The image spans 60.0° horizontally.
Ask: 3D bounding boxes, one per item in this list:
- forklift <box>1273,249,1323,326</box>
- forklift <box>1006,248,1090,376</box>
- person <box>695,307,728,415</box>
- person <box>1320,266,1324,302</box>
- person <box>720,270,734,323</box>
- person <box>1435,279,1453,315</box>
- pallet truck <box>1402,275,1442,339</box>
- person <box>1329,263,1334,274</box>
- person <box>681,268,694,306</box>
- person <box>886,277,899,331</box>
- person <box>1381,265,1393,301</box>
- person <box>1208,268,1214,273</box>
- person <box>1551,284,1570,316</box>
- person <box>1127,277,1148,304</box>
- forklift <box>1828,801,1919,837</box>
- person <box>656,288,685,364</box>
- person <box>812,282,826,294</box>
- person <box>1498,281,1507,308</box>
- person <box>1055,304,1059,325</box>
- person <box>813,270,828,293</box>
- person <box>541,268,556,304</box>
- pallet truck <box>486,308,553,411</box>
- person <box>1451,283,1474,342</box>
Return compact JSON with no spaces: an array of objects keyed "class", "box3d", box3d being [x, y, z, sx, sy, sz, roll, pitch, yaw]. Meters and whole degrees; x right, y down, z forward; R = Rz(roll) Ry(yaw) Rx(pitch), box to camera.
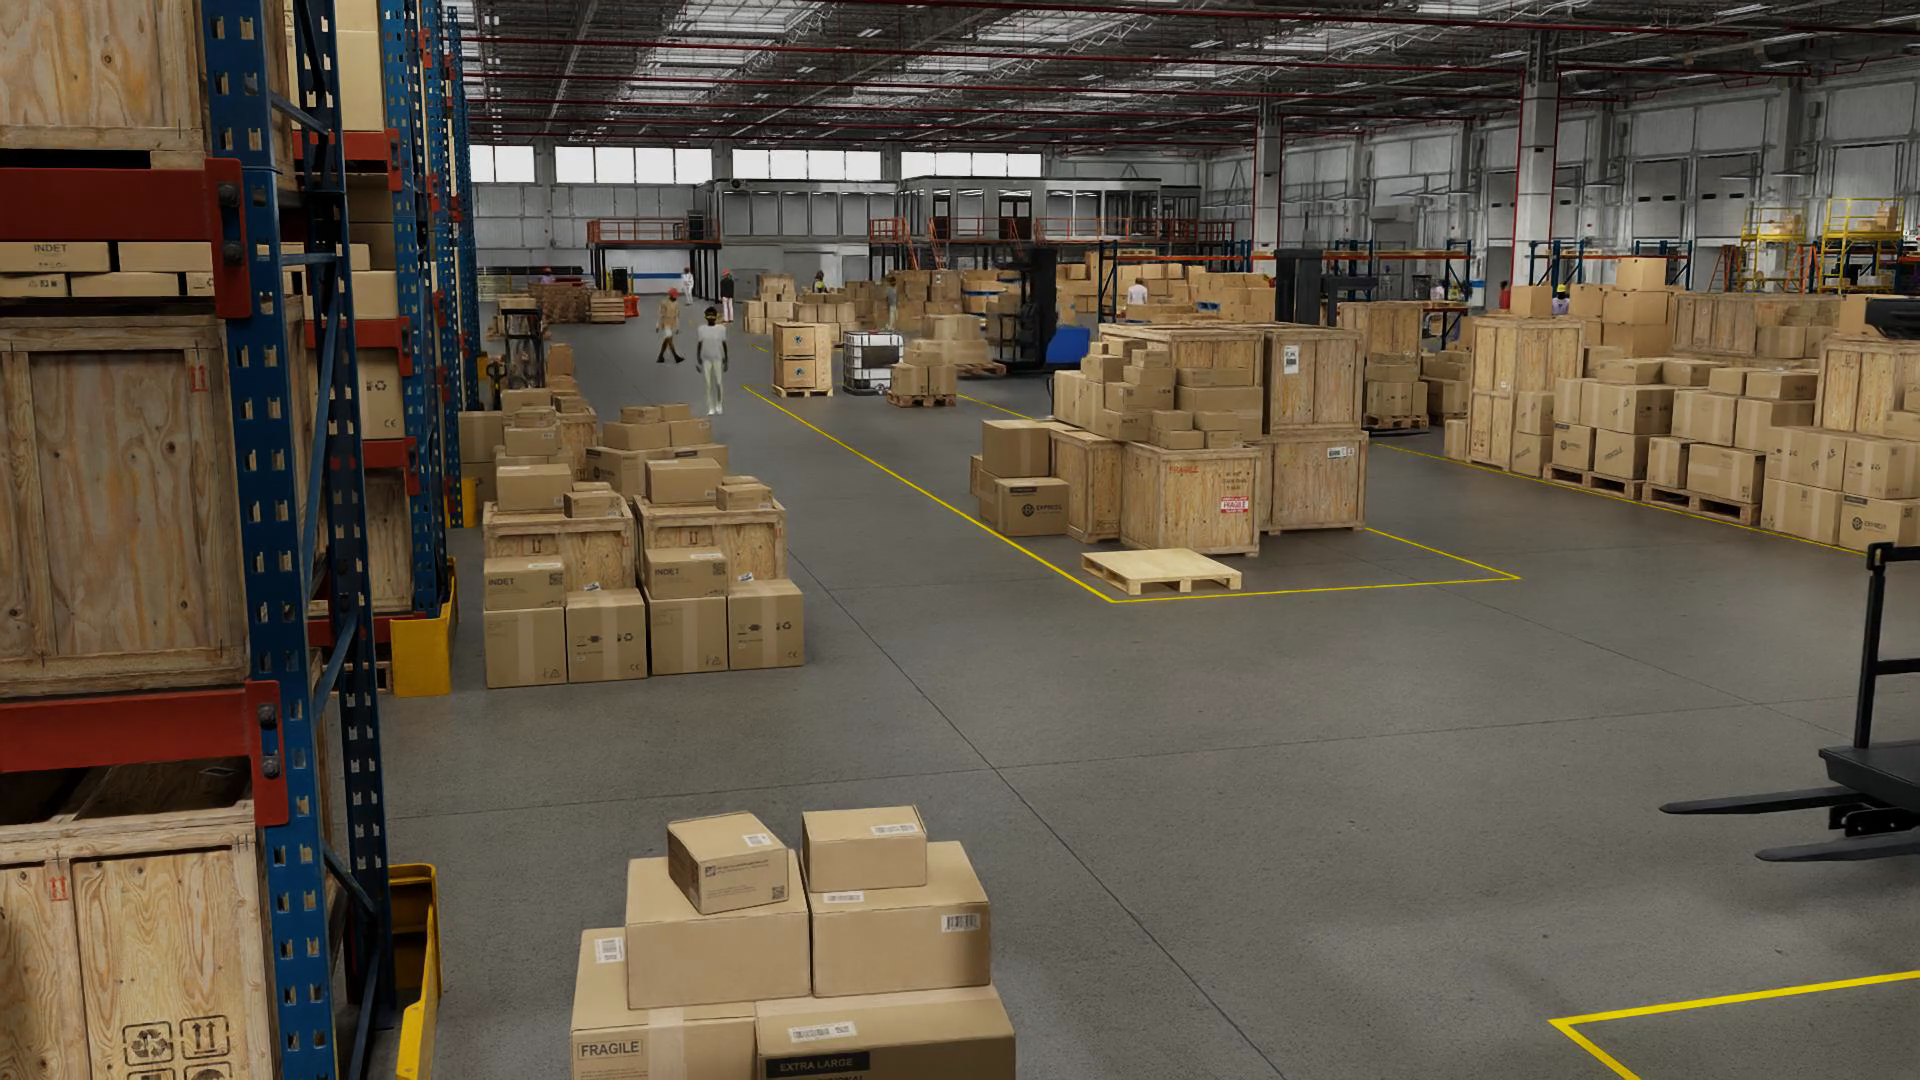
[{"class":"forklift","box3d":[4.855,-2.824,24.162,1.873,2.768,1.129,-3,10,-15]},{"class":"forklift","box3d":[1.869,-5.063,36.840,1.873,2.768,1.129,-3,10,-15]},{"class":"person","box3d":[-4.230,-3.036,28.295,0.528,1.852,0.559,-1,10,-5]},{"class":"person","box3d":[17.495,-12.361,80.864,0.595,1.925,0.375,6,12,31]},{"class":"person","box3d":[-8.739,-9.127,62.360,0.376,1.995,0.612,9,14,43]},{"class":"person","box3d":[15.760,-7.605,54.208,0.640,1.830,0.606,-2,10,-10]},{"class":"pallet truck","box3d":[14.620,-7.324,52.145,0.823,1.965,1.885,8,13,40]},{"class":"person","box3d":[19.247,-13.327,86.140,0.624,1.992,0.390,-7,12,-33]},{"class":"person","box3d":[-13.213,-12.226,80.392,0.609,1.834,0.817,2,10,12]},{"class":"person","box3d":[-2.258,-7.698,54.667,0.516,1.855,0.499,-10,14,-44]},{"class":"person","box3d":[20.747,-12.373,80.866,0.603,1.951,0.380,7,12,33]},{"class":"person","box3d":[12.026,-12.019,79.004,0.842,1.911,0.553,-4,11,-19]},{"class":"person","box3d":[14.883,-5.372,41.290,0.585,1.927,0.366,4,11,21]},{"class":"person","box3d":[5.621,-7.341,52.559,0.643,1.884,1.007,2,10,12]},{"class":"forklift","box3d":[5.276,0.105,7.580,1.873,2.768,1.129,-3,10,-15]},{"class":"person","box3d":[-7.153,-5.255,40.861,1.030,1.845,0.623,7,12,35]},{"class":"person","box3d":[-4.424,-7.274,52.562,0.546,1.743,0.586,0,10,0]},{"class":"person","box3d":[19.040,-8.251,58.341,0.318,1.671,0.640,1,10,5]},{"class":"person","box3d":[1.990,-4.856,38.359,0.953,1.918,0.633,-1,10,-4]},{"class":"person","box3d":[-4.885,-8.448,58.387,0.535,2.000,0.681,-4,11,-20]},{"class":"person","box3d":[-16.541,-9.921,66.839,0.617,2.013,0.943,1,10,8]},{"class":"pallet truck","box3d":[-6.242,-2.418,24.362,0.823,1.965,1.885,1,10,3]},{"class":"person","box3d":[14.043,-6.193,46.145,0.950,1.868,0.620,7,12,35]}]
